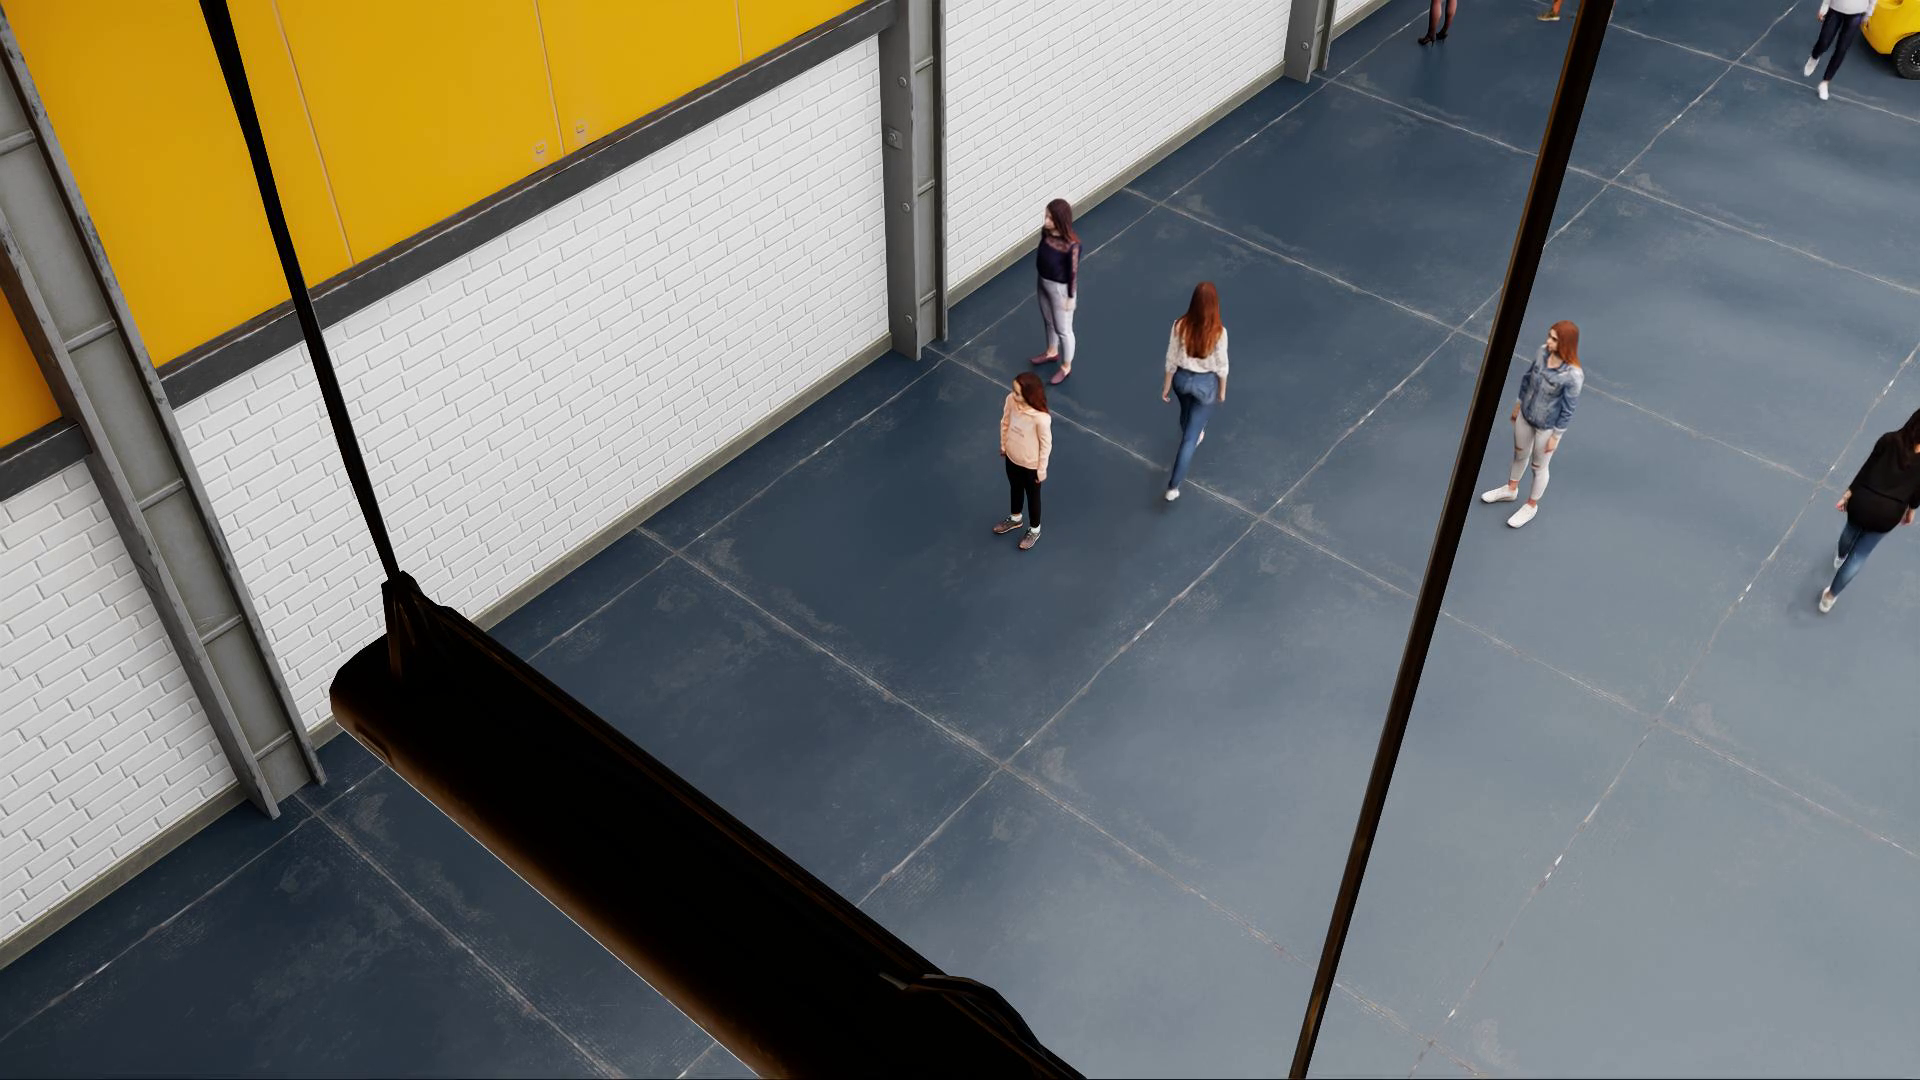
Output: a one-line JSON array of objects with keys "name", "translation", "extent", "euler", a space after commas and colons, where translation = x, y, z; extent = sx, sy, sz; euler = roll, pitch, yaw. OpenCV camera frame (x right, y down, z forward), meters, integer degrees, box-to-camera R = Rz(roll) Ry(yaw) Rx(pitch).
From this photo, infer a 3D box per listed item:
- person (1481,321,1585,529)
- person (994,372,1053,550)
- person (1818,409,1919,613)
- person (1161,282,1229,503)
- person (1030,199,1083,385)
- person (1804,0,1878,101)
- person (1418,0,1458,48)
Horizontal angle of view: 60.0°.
[{"name": "person", "translation": [4.067, -0.832, 11.616], "extent": [0.656, 1.700, 0.686], "euler": [-18, 47, -18]}, {"name": "person", "translation": [0.453, -0.573, 11.502], "extent": [0.580, 1.483, 0.507], "euler": [34, 53, 30]}, {"name": "person", "translation": [6.037, -0.187, 11.010], "extent": [0.596, 1.603, 0.934], "euler": [29, 51, 27]}, {"name": "person", "translation": [1.648, -1.039, 11.837], "extent": [0.806, 1.694, 1.199], "euler": [18, 46, 18]}, {"name": "person", "translation": [0.735, -1.937, 12.847], "extent": [0.625, 1.602, 0.658], "euler": [-22, 48, -21]}, {"name": "person", "translation": [8.607, -5.160, 16.168], "extent": [0.788, 1.688, 0.875], "euler": [10, 45, 11]}, {"name": "person", "translation": [4.953, -5.841, 16.871], "extent": [0.585, 1.704, 0.718], "euler": [-18, 46, -18]}]
